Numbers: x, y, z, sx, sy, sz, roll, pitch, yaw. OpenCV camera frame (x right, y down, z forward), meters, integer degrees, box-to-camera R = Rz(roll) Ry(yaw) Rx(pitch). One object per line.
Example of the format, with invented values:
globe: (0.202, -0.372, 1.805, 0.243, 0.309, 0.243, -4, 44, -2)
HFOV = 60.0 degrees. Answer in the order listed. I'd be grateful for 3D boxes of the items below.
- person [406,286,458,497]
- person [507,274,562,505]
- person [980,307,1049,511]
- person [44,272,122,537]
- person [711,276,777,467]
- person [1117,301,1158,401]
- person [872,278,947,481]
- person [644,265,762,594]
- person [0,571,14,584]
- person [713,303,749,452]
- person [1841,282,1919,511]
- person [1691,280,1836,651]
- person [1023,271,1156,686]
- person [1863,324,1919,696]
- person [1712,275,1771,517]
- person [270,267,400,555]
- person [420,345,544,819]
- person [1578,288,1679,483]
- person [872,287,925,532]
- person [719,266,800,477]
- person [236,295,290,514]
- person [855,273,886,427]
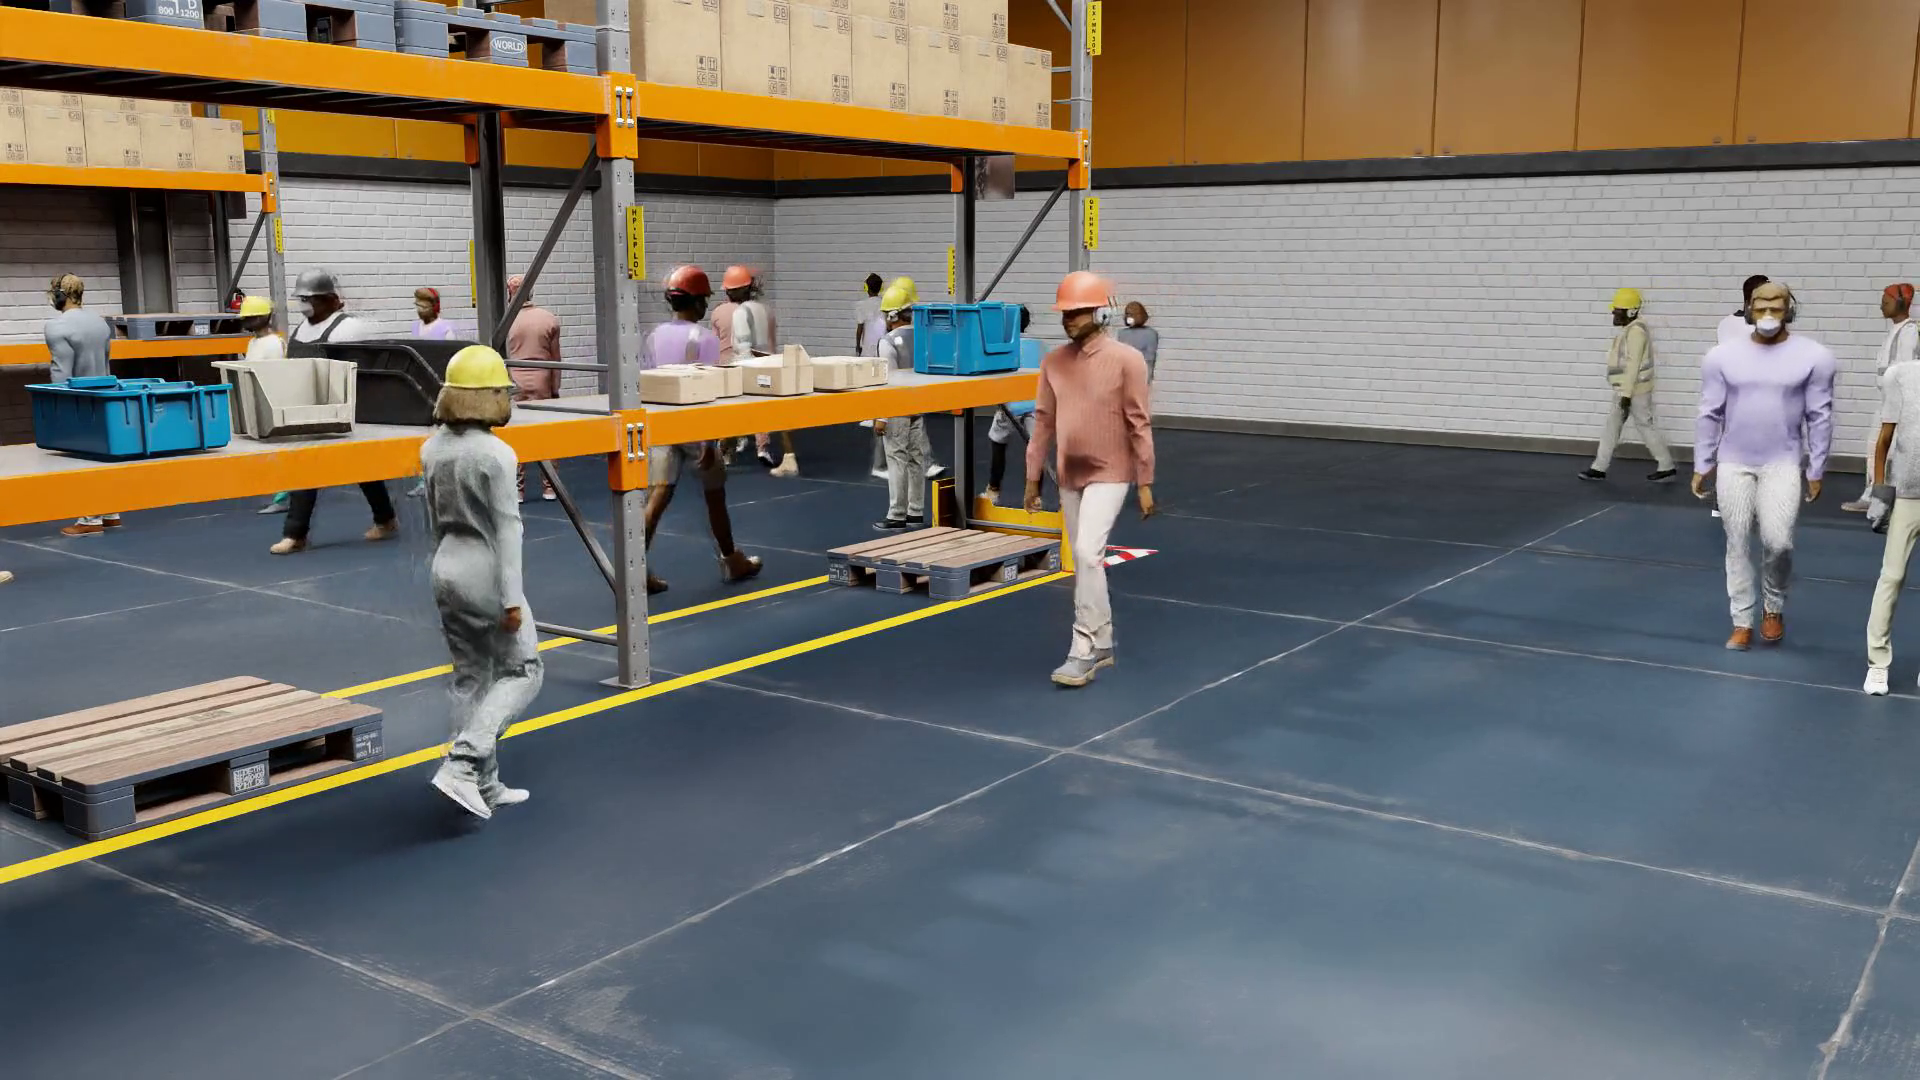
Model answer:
person: (-4.474, -1.283, 14.357, 0.626, 1.810, 0.656, 9, 13, 44)
person: (-3.642, -1.250, 13.880, 0.636, 1.911, 0.405, -6, 11, -32)
person: (0.453, -1.071, 13.534, 0.552, 1.669, 0.779, -4, 10, -23)
person: (-6.455, -0.986, 12.214, 0.376, 1.940, 0.629, 1, 10, 5)
person: (-2.142, -1.633, 16.279, 0.706, 1.874, 0.523, 0, 10, 3)
person: (1.781, -1.619, 16.949, 0.496, 1.615, 0.350, 6, 11, 33)
person: (-0.491, -1.446, 15.159, 0.863, 1.864, 0.680, 7, 12, 35)
person: (-1.686, -0.675, 10.215, 0.621, 1.997, 1.058, 7, 12, 35)
person: (-6.211, -0.619, 10.349, 0.627, 1.840, 0.429, 5, 11, 30)
person: (-2.421, -1.679, 17.376, 0.529, 1.596, 0.817, 4, 10, 24)
person: (7.589, -1.117, 13.264, 0.787, 1.860, 0.574, 3, 10, 15)
person: (4.124, -0.373, 8.607, 0.641, 1.922, 0.438, 6, 12, 34)
person: (0.545, -0.289, 7.971, 0.665, 1.963, 0.795, 9, 13, 42)
person: (4.497, -0.190, 7.697, 0.520, 1.865, 0.328, 2, 10, 15)
person: (6.130, -1.103, 12.989, 0.392, 1.915, 0.590, -3, 10, -17)
person: (-4.414, -0.953, 11.713, 0.673, 2.000, 1.021, 4, 10, 23)
person: (-1.744, 0.171, 5.962, 0.486, 1.729, 0.413, 6, 11, 33)
person: (6.163, -1.399, 15.160, 0.865, 1.791, 0.594, 1, 10, 7)
person: (-0.451, -0.975, 12.470, 0.404, 1.831, 0.588, 6, 11, 31)
person: (-1.993, -1.566, 15.577, 1.104, 1.970, 0.642, 4, 10, 24)
person: (-5.552, -1.067, 13.271, 0.525, 1.755, 0.364, 9, 13, 42)
person: (-1.048, -2.314, 20.324, 0.515, 1.873, 0.329, -4, 10, -21)
